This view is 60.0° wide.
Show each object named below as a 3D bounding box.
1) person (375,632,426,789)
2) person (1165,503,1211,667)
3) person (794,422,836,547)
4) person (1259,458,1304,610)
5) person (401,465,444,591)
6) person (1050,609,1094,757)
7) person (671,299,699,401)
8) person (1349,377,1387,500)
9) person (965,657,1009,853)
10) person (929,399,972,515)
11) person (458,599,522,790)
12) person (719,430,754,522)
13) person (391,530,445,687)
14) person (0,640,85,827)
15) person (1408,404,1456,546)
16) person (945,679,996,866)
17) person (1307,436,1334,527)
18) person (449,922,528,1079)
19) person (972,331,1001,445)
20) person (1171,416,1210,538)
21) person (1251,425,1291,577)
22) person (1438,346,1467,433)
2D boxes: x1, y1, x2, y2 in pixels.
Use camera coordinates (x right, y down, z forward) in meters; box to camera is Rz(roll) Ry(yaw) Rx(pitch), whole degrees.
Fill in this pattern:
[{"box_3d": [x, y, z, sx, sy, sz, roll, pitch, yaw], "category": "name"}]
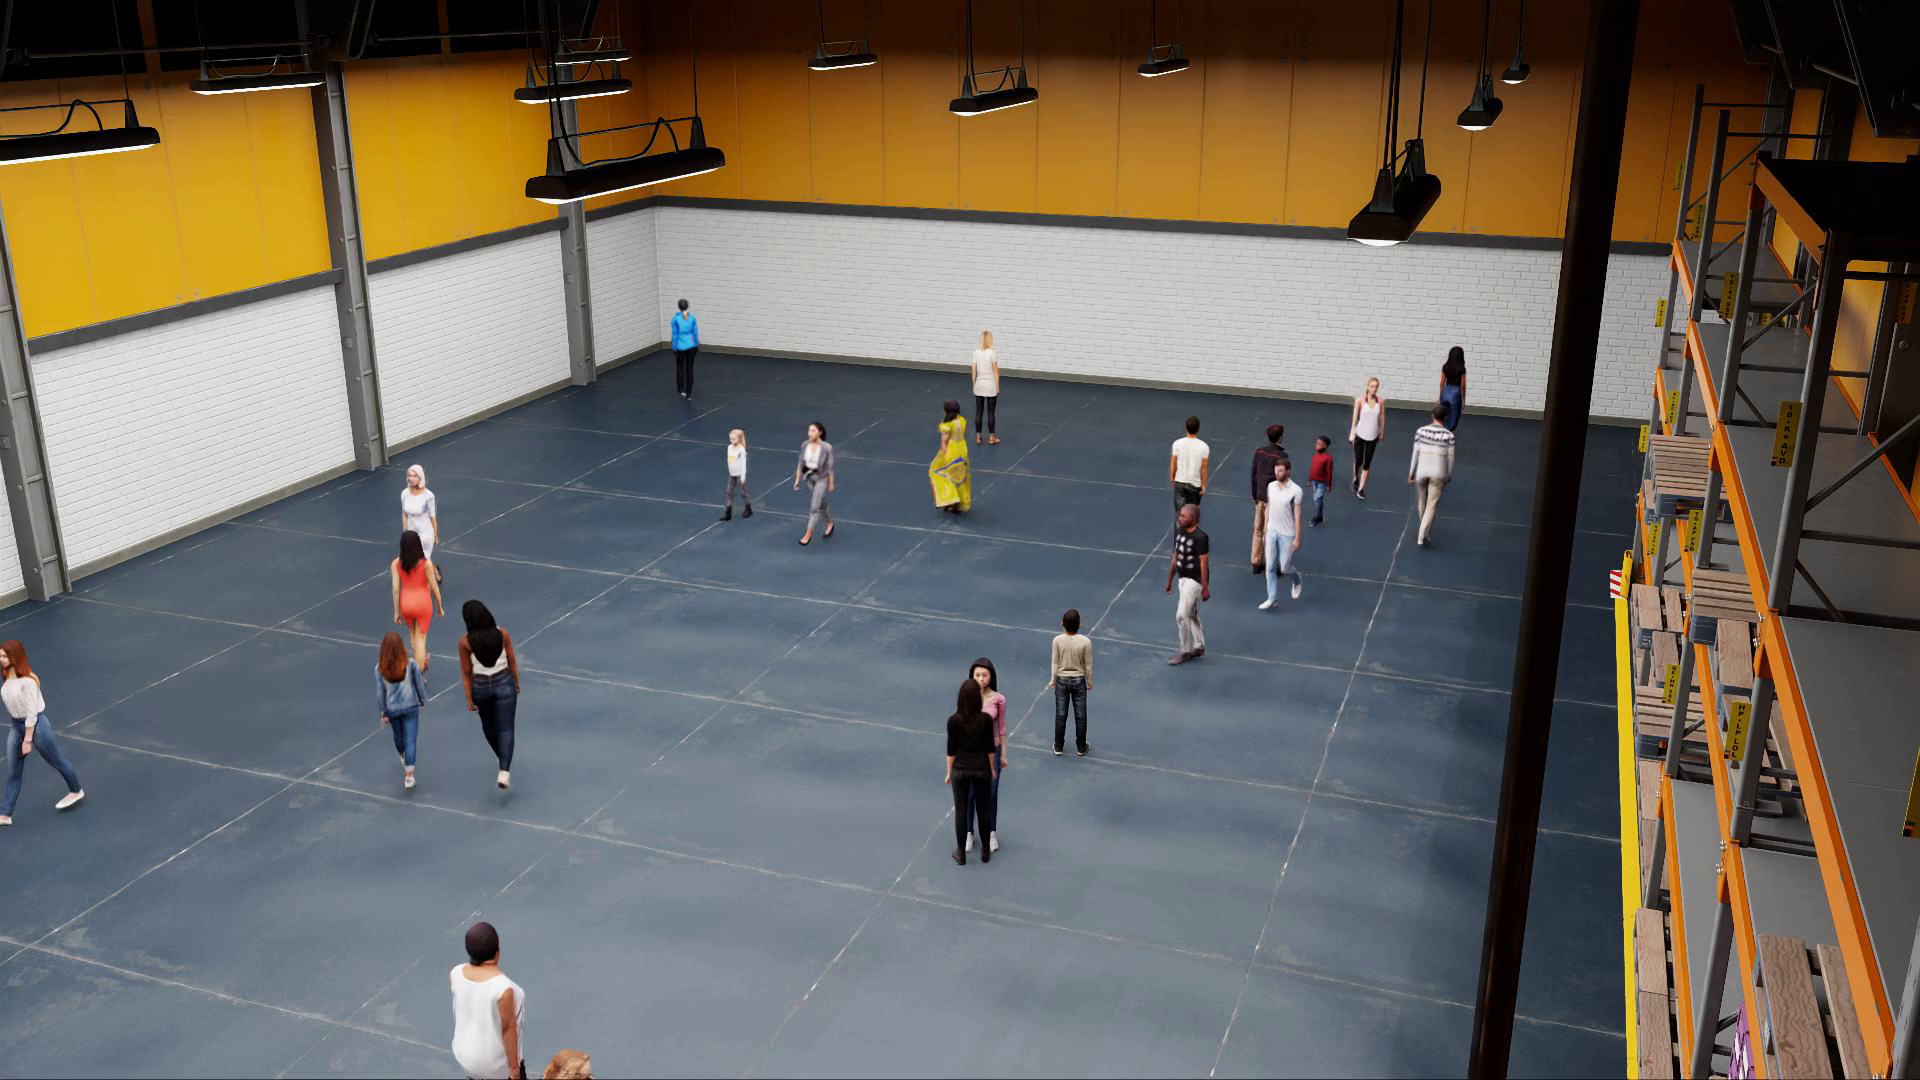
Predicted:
[{"box_3d": [-5.127, 1.578, 15.289, 0.876, 1.450, 1.072, -4, 19, -10], "category": "person"}, {"box_3d": [2.590, 0.461, 18.085, 0.978, 1.781, 0.914, -9, 21, -26], "category": "person"}, {"box_3d": [-1.836, -0.747, 21.925, 0.771, 1.620, 1.159, 11, 22, 30], "category": "person"}, {"box_3d": [3.838, -0.075, 19.595, 0.874, 1.834, 1.004, 18, 25, 42], "category": "person"}, {"box_3d": [-6.376, -0.075, 19.760, 0.641, 1.728, 0.987, 4, 19, 12], "category": "person"}, {"box_3d": [1.059, 1.361, 15.911, 0.603, 1.464, 0.566, 2, 19, 6], "category": "person"}, {"box_3d": [-4.840, -3.360, 29.439, 0.900, 1.777, 1.018, -4, 19, -13], "category": "person"}, {"box_3d": [5.806, -1.487, 23.873, 0.759, 1.779, 0.797, -1, 19, -2], "category": "person"}, {"box_3d": [0.194, 1.811, 14.139, 0.648, 1.742, 0.620, 0, 19, -1], "category": "person"}, {"box_3d": [-0.043, -1.134, 23.028, 0.897, 1.650, 1.008, -16, 25, -40], "category": "person"}, {"box_3d": [-4.263, 1.439, 15.212, 1.093, 1.763, 1.274, -4, 19, -12], "category": "person"}, {"box_3d": [-3.031, -0.910, 22.975, 0.651, 1.259, 0.846, 14, 23, 35], "category": "person"}, {"box_3d": [-5.687, 0.760, 17.343, 0.851, 1.688, 1.065, -1, 19, -3], "category": "person"}, {"box_3d": [-8.104, 1.668, 14.677, 0.686, 1.670, 1.150, 10, 21, 26], "category": "person"}, {"box_3d": [6.163, -0.818, 21.850, 0.848, 1.802, 1.245, 11, 21, 29], "category": "person"}, {"box_3d": [0.092, 1.938, 13.920, 0.644, 1.642, 0.636, -1, 19, -4], "category": "person"}, {"box_3d": [4.973, -0.819, 22.729, 0.691, 1.245, 0.633, -10, 21, -28], "category": "person"}, {"box_3d": [-2.876, 3.162, 10.252, 0.848, 1.661, 0.750, 17, 25, 40], "category": "person"}, {"box_3d": [0.412, -2.439, 26.635, 0.598, 1.822, 0.512, 6, 20, 18], "category": "person"}, {"box_3d": [2.927, -0.679, 21.504, 0.797, 1.760, 1.191, 3, 19, 9], "category": "person"}, {"box_3d": [3.855, -0.498, 20.713, 0.786, 1.922, 0.746, 17, 25, 41], "category": "person"}, {"box_3d": [7.625, -2.134, 25.895, 0.757, 1.715, 1.095, 13, 23, 34], "category": "person"}]
